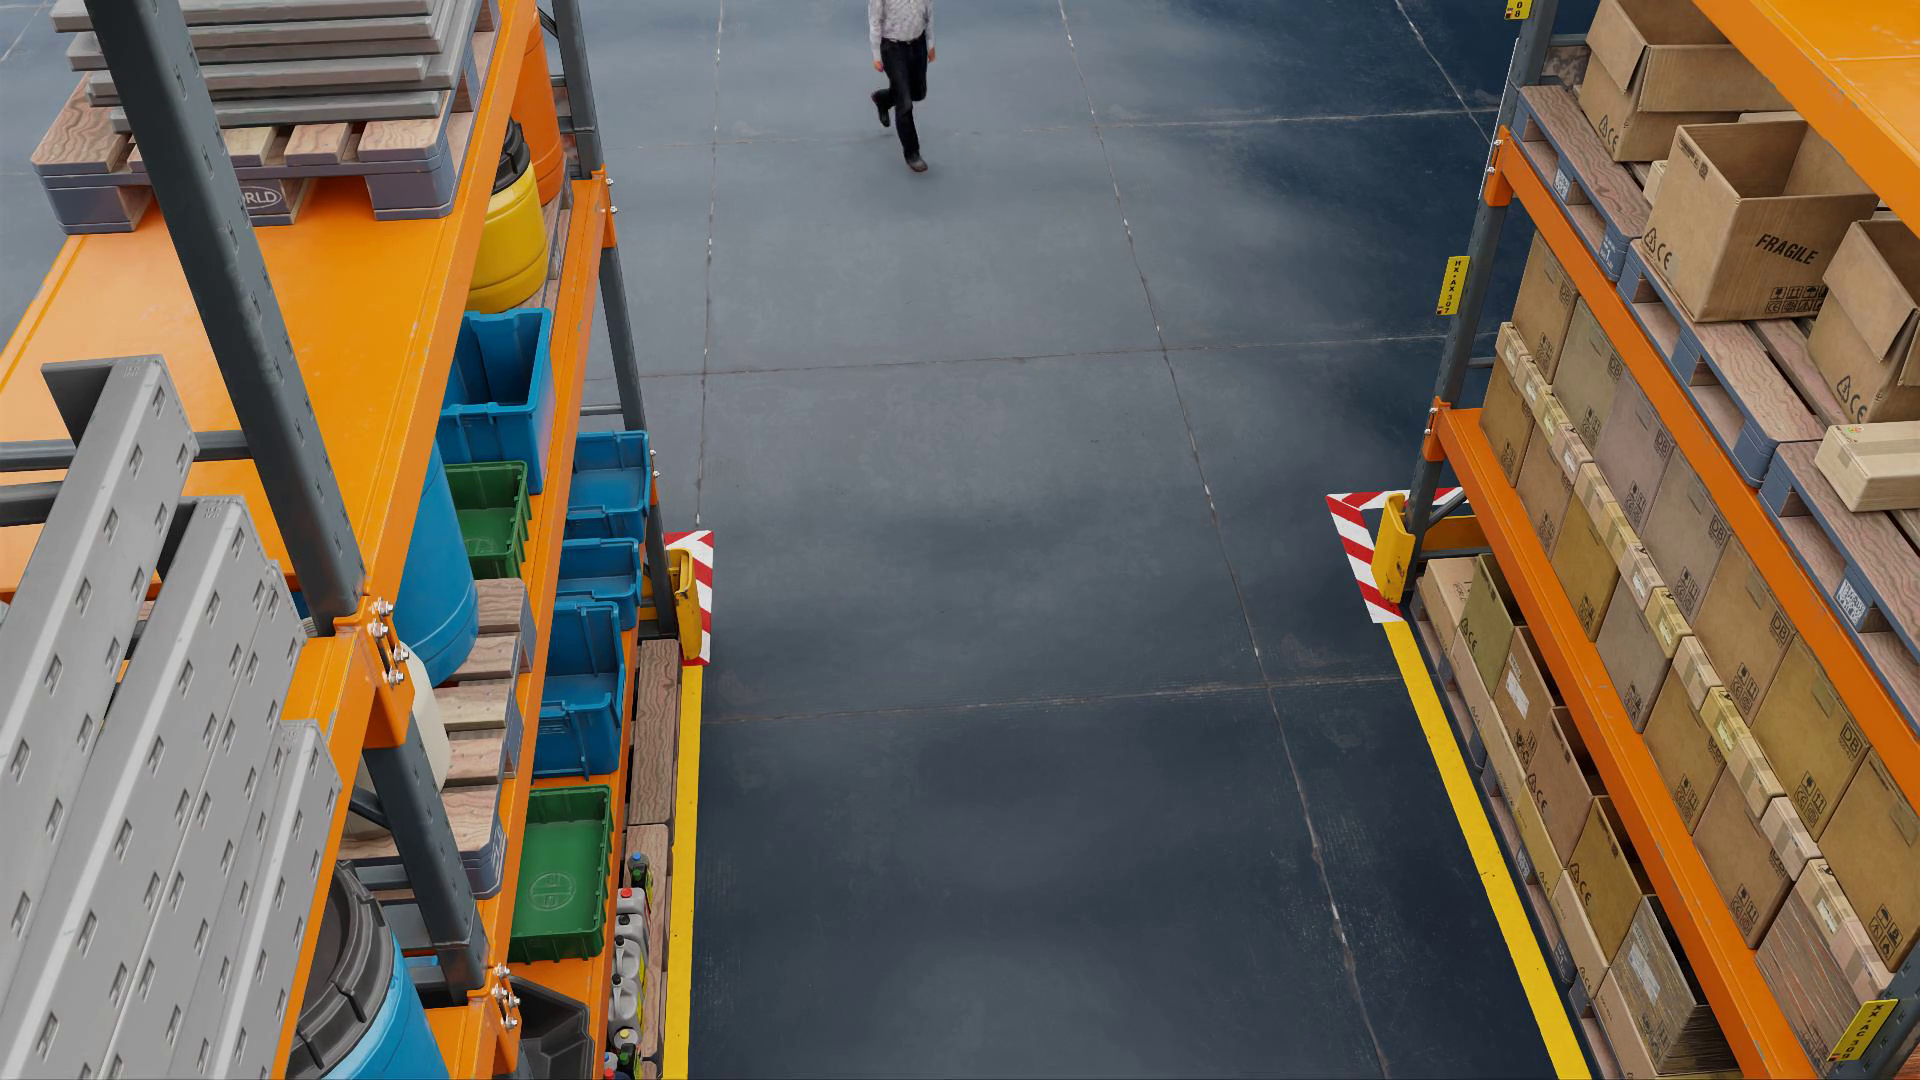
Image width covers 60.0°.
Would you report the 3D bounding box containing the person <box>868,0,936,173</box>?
[{"bbox_3d":[-0.449,-3.648,12.199,0.959,1.805,1.147,-23,47,-23],"label":"person"}]
